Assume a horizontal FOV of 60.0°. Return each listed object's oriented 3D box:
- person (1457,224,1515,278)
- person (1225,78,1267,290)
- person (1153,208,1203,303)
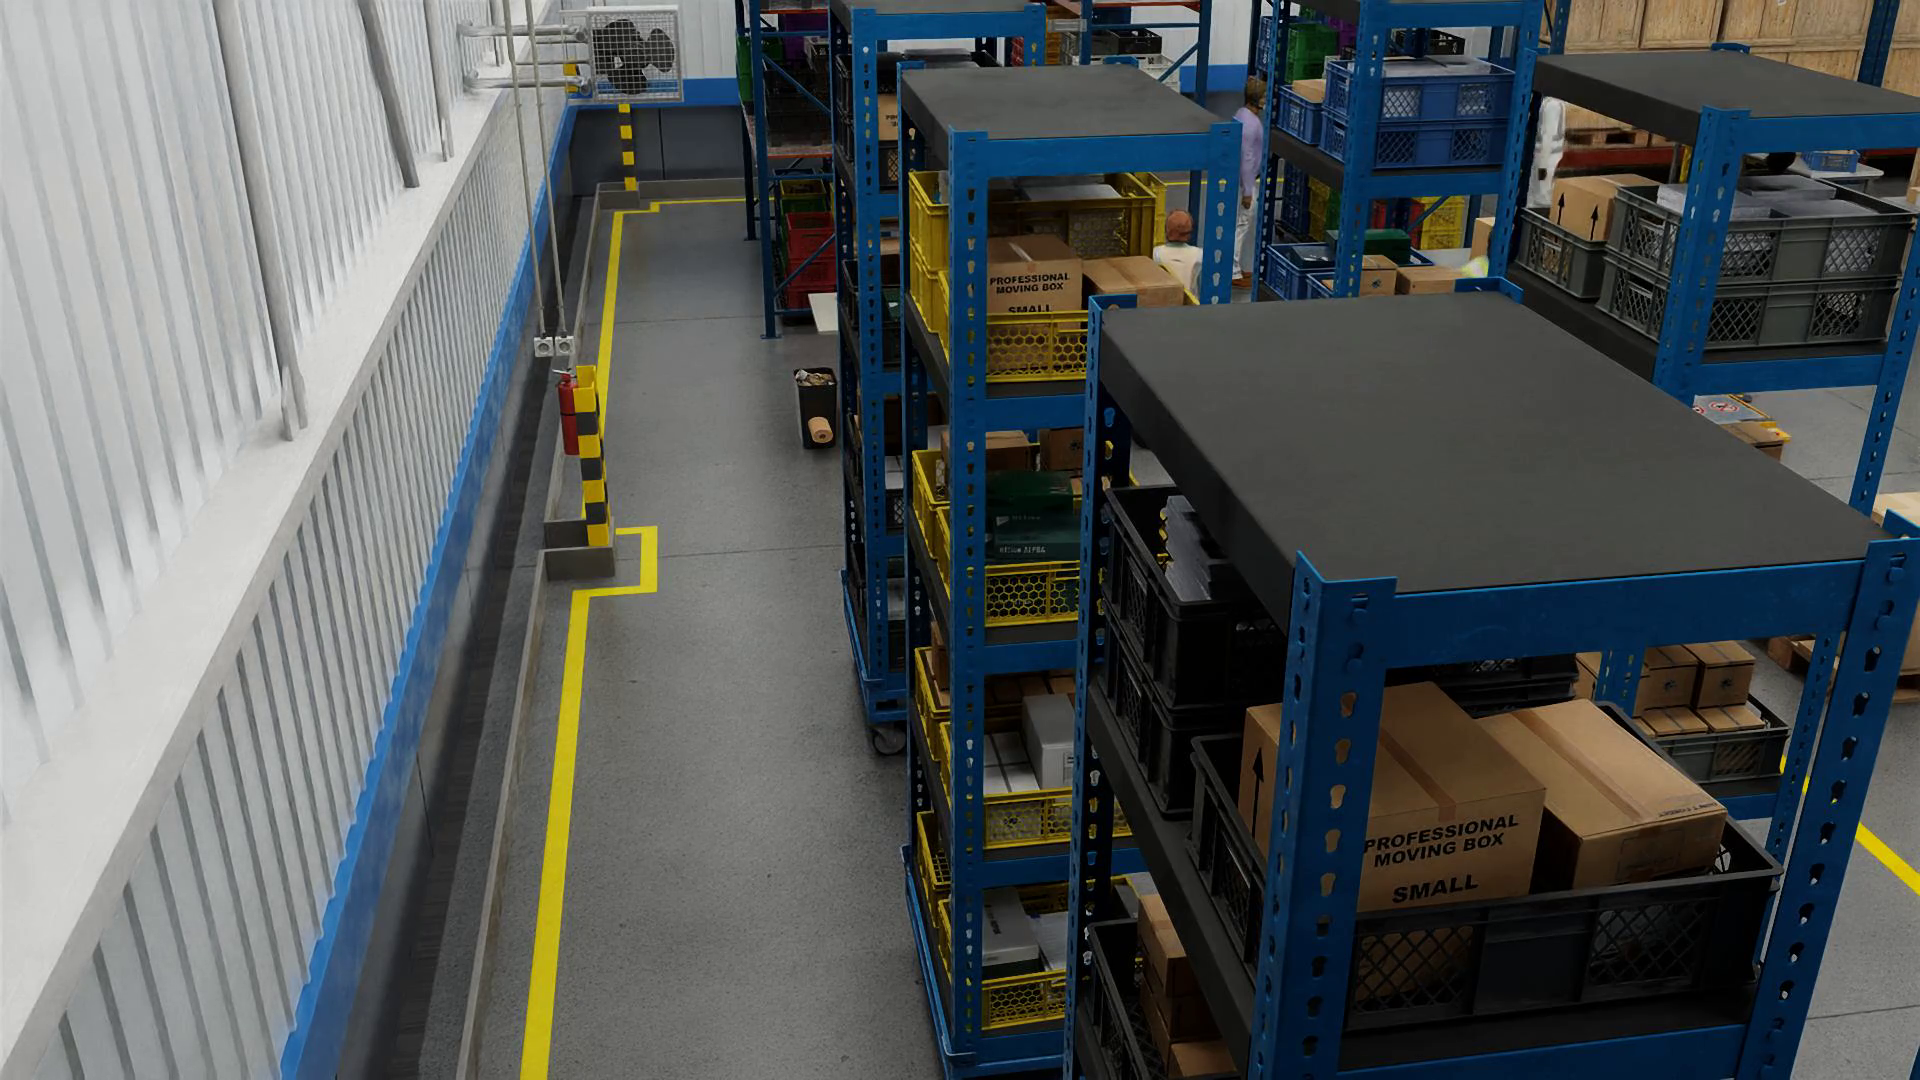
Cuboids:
[{"bbox_3d":[3.504,-1.235,11.093,0.629,1.843,0.431,-13,28,-26],"label":"person"},{"bbox_3d":[2.649,-3.312,15.492,0.370,1.932,0.634,2,25,5],"label":"person"},{"bbox_3d":[1.547,-1.587,12.099,0.522,1.632,0.319,0,25,0],"label":"person"}]
